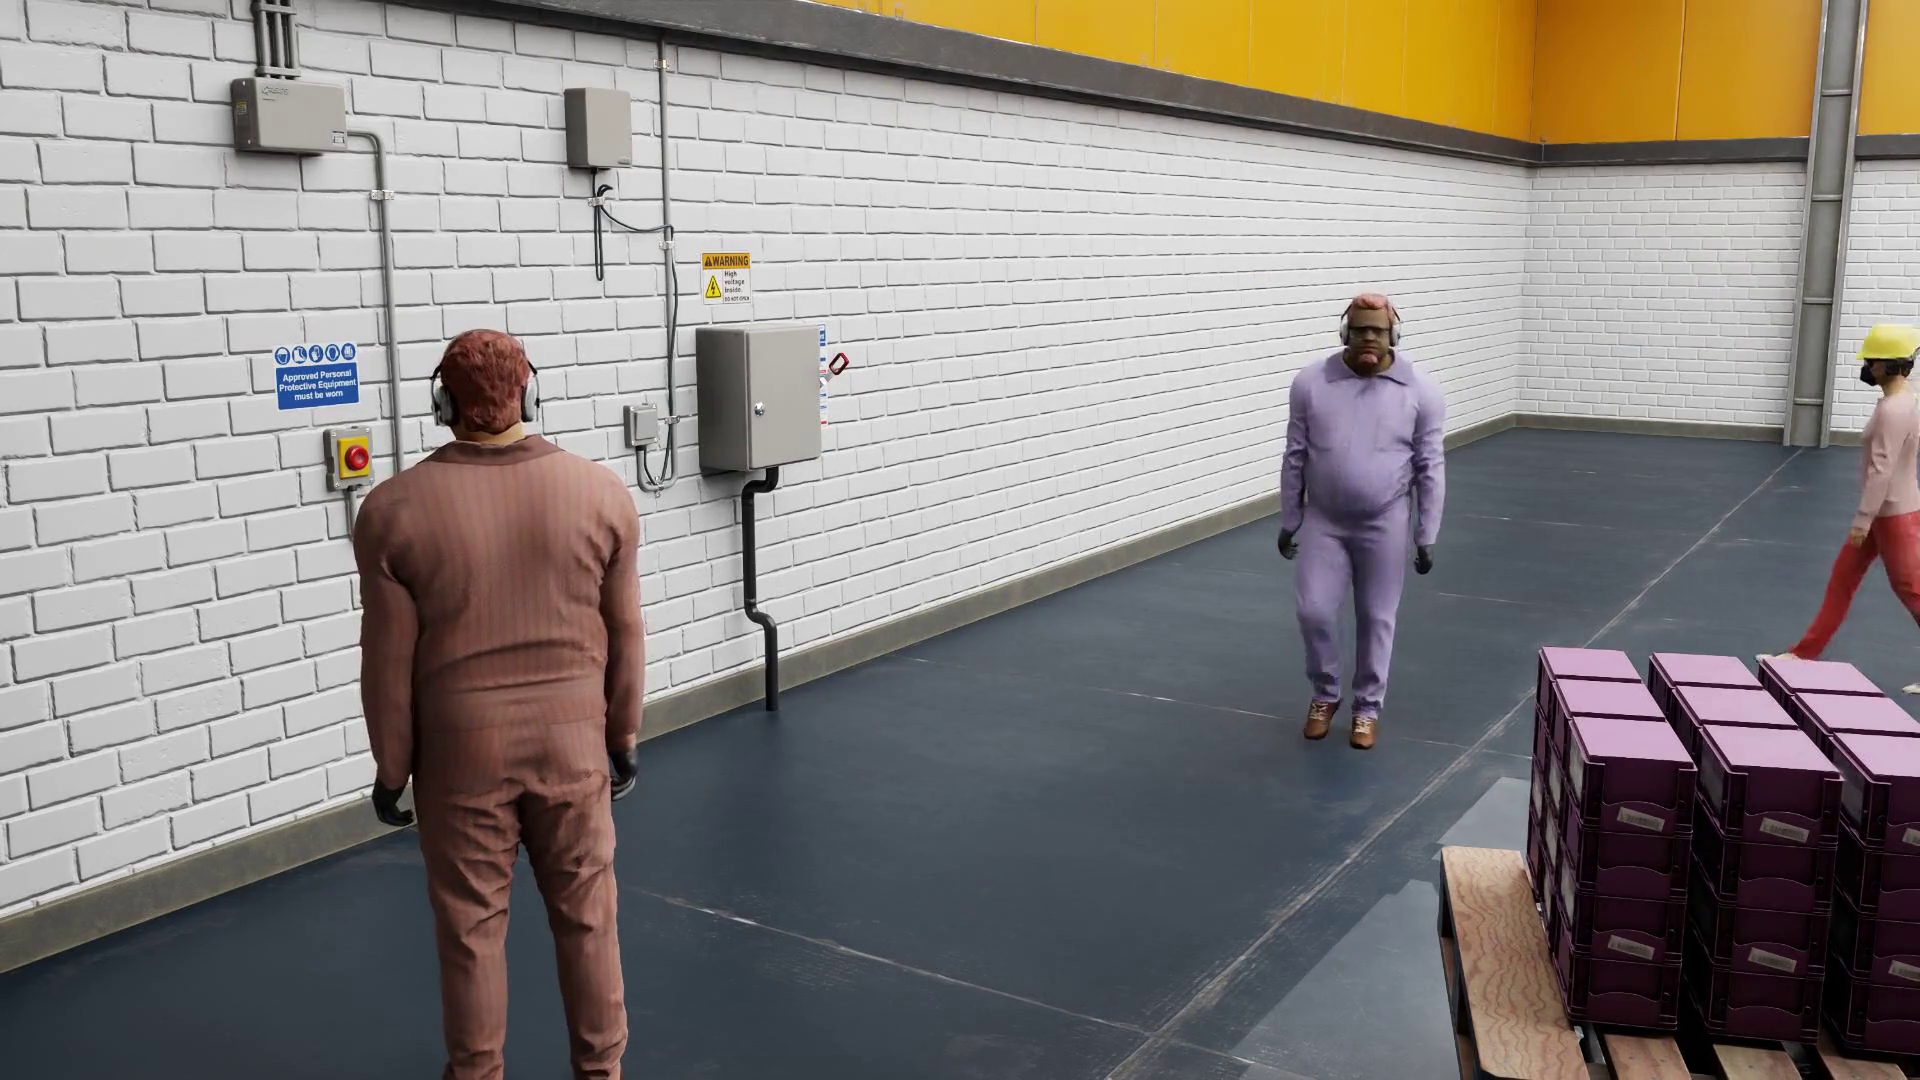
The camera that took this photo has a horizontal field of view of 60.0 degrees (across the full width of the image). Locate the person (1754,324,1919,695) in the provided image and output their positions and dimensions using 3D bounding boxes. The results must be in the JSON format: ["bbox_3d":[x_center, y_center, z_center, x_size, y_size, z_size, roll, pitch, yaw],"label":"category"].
[{"bbox_3d":[4.301,-0.145,7.762,0.906,1.715,0.551,6,12,29],"label":"person"}]

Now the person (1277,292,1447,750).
[{"bbox_3d":[1.642,-0.066,6.846,0.674,1.888,0.451,4,11,19],"label":"person"}]

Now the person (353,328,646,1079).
[{"bbox_3d":[-1.050,0.466,3.864,0.638,1.907,0.408,-5,11,-25],"label":"person"}]
